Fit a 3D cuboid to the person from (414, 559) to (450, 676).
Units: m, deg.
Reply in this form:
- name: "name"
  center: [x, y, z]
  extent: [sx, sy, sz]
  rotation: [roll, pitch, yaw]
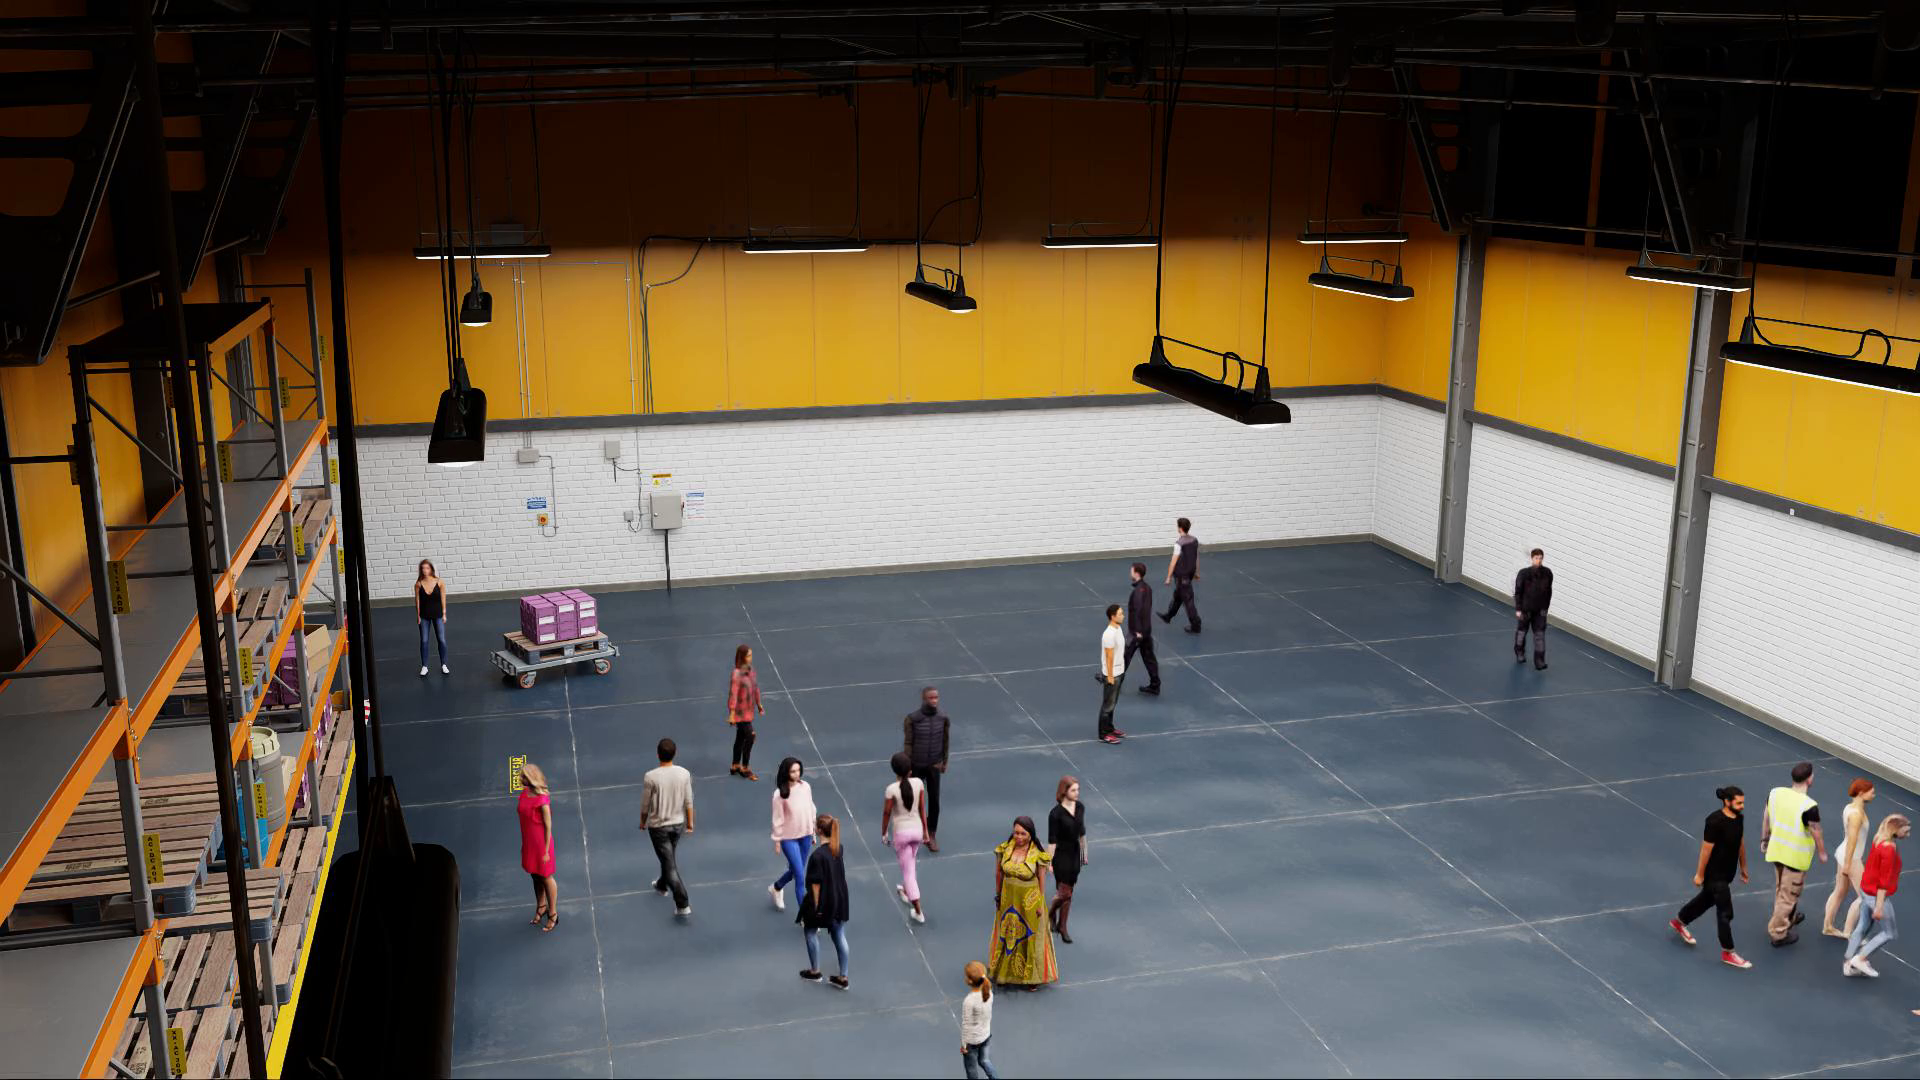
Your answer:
- name: "person"
  center: [-7.655, 1.098, 24.087]
  extent: [0.592, 1.722, 0.509]
  rotation: [-4, 14, -17]

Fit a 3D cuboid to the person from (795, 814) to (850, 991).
- name: "person"
  center: [-1.124, 3.306, 15.090]
  extent: [0.874, 1.665, 0.806]
  rotation: [12, 18, 41]

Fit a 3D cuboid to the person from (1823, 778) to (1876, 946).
- name: "person"
  center: [8.520, 3.081, 16.089]
  extent: [0.749, 1.632, 0.680]
  rotation: [5, 15, 20]

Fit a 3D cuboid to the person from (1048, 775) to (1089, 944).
- name: "person"
  center: [0.959, 3.057, 16.054]
  extent: [0.719, 1.696, 0.757]
  rotation: [-12, 18, -40]

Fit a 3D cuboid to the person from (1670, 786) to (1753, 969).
- name: "person"
  center: [7.115, 3.106, 15.761]
  extent: [0.921, 1.738, 1.217]
  rotation: [-11, 17, -38]

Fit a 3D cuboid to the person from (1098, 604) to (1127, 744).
- name: "person"
  center: [1.950, 1.701, 21.419]
  extent: [0.774, 1.807, 0.669]
  rotation: [5, 14, 18]

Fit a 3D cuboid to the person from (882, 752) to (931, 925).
- name: "person"
  center: [-0.489, 2.964, 16.396]
  extent: [0.739, 1.714, 1.017]
  rotation: [-7, 15, -25]

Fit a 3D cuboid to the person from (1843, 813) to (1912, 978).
- name: "person"
  center: [8.312, 3.270, 15.212]
  extent: [0.859, 1.678, 0.736]
  rotation: [2, 14, 9]

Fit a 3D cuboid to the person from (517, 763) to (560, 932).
- name: "person"
  center: [-4.124, 2.983, 16.294]
  extent: [0.627, 1.727, 0.722]
  rotation: [13, 19, 43]

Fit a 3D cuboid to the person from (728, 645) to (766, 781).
- name: "person"
  center: [-2.714, 2.071, 20.144]
  extent: [0.825, 1.686, 0.750]
  rotation: [4, 14, 15]

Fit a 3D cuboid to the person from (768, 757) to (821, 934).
- name: "person"
  center: [-1.670, 2.951, 16.401]
  extent: [0.980, 1.738, 1.202]
  rotation: [-12, 18, -41]

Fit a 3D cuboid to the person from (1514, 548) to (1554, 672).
- name: "person"
  center: [8.366, 0.994, 24.380]
  extent: [0.945, 1.786, 1.223]
  rotation: [0, 14, 1]

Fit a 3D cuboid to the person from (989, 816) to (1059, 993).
- name: "person"
  center: [0.558, 3.289, 15.172]
  extent: [0.996, 1.659, 1.004]
  rotation: [4, 14, 16]

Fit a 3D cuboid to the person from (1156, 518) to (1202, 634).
- name: "person"
  center: [3.591, 0.588, 26.005]
  extent: [1.250, 1.810, 1.074]
  rotation: [12, 18, 42]

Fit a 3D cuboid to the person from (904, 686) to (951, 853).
- name: "person"
  center: [-0.408, 2.461, 18.286]
  extent: [0.696, 1.804, 1.127]
  rotation: [-3, 14, -14]

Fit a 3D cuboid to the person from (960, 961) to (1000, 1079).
- name: "person"
  center: [0.184, 3.958, 13.158]
  extent: [0.687, 1.306, 0.821]
  rotation: [-13, 19, -43]

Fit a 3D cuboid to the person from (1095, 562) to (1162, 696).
- name: "person"
  center: [2.564, 1.273, 23.067]
  extent: [1.213, 1.862, 1.171]
  rotation: [7, 15, 27]

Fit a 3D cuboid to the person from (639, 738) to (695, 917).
- name: "person"
  center: [-2.891, 2.891, 16.569]
  extent: [0.899, 1.776, 1.251]
  rotation: [-9, 16, -32]

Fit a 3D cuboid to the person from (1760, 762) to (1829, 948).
- name: "person"
  center: [7.918, 3.024, 15.916]
  extent: [0.809, 1.824, 0.892]
  rotation: [-5, 14, -19]
